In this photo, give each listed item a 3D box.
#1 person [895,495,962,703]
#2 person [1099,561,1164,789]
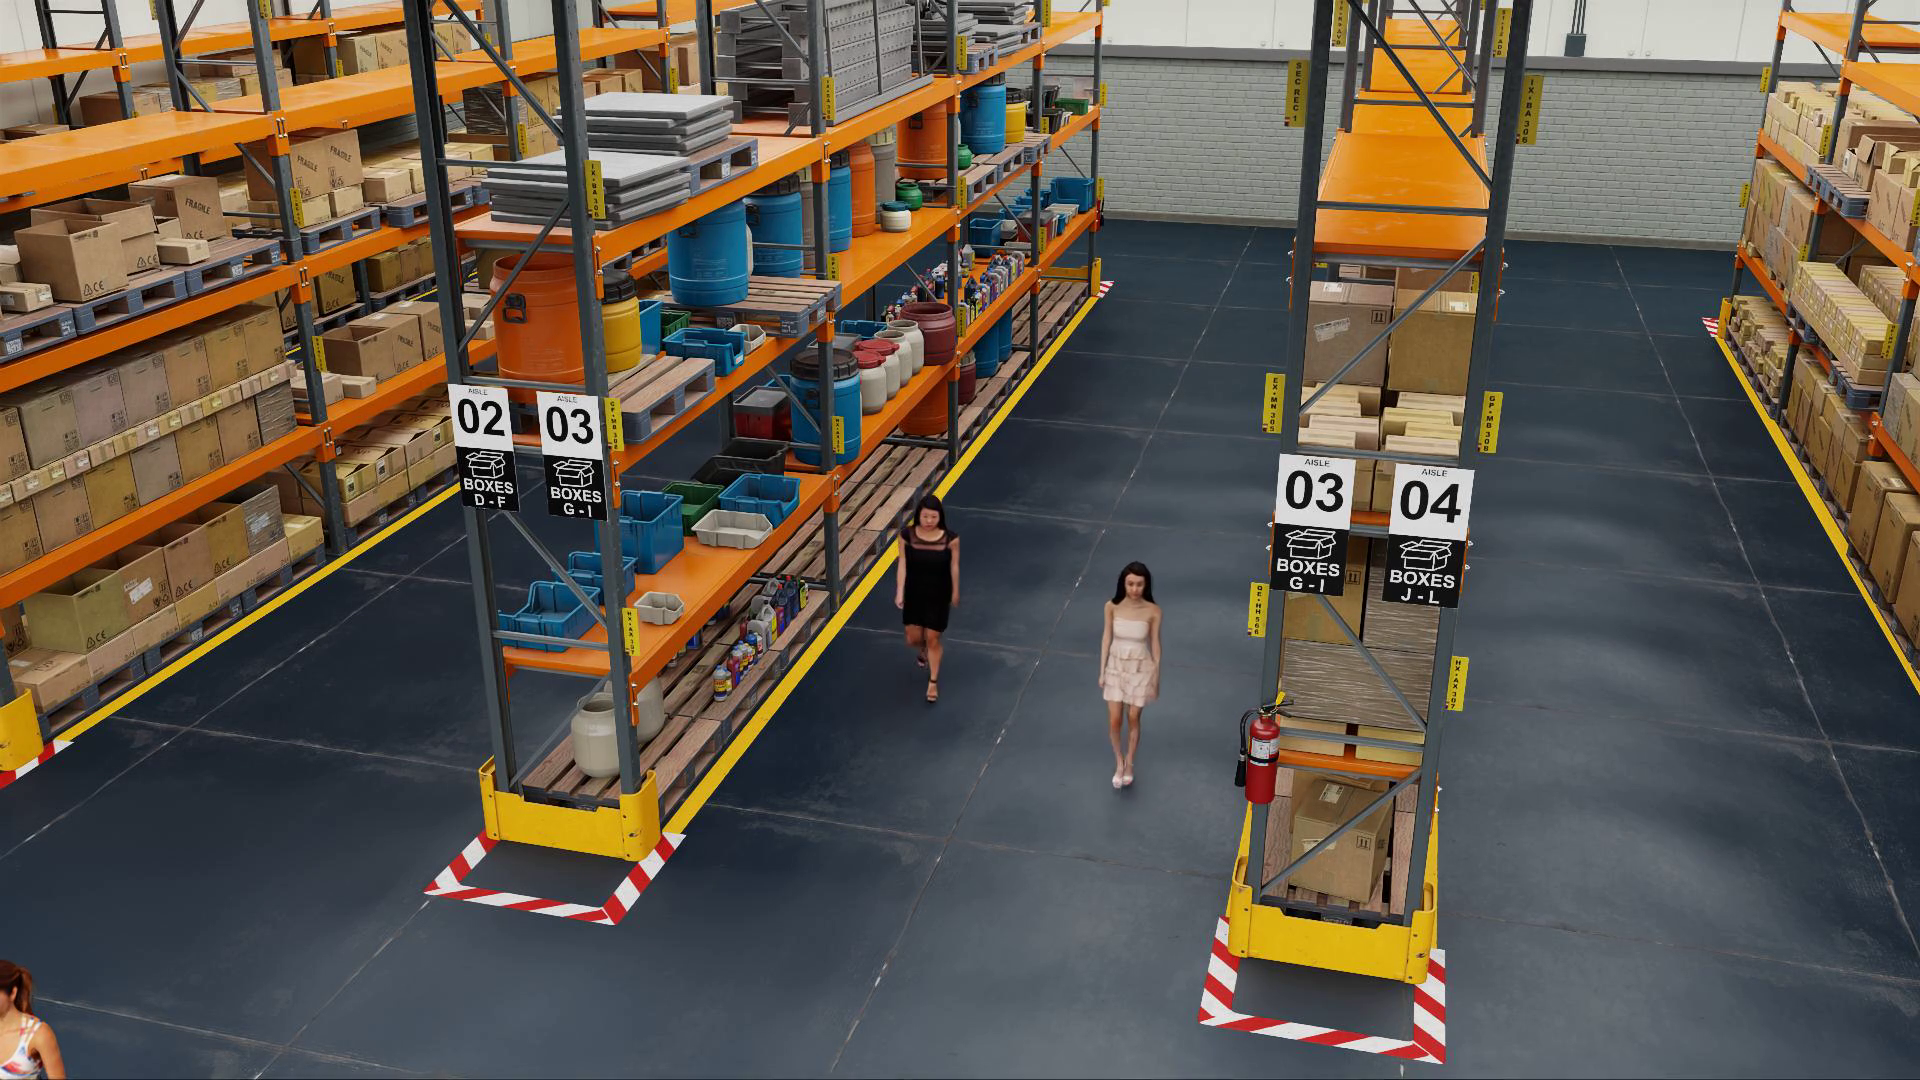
[{"bbox_3d":[-0.248,0.424,12.853,0.728,1.699,0.845,2,22,5],"label":"person"},{"bbox_3d":[1.203,0.921,11.605,0.587,1.724,0.581,6,23,13],"label":"person"}]
